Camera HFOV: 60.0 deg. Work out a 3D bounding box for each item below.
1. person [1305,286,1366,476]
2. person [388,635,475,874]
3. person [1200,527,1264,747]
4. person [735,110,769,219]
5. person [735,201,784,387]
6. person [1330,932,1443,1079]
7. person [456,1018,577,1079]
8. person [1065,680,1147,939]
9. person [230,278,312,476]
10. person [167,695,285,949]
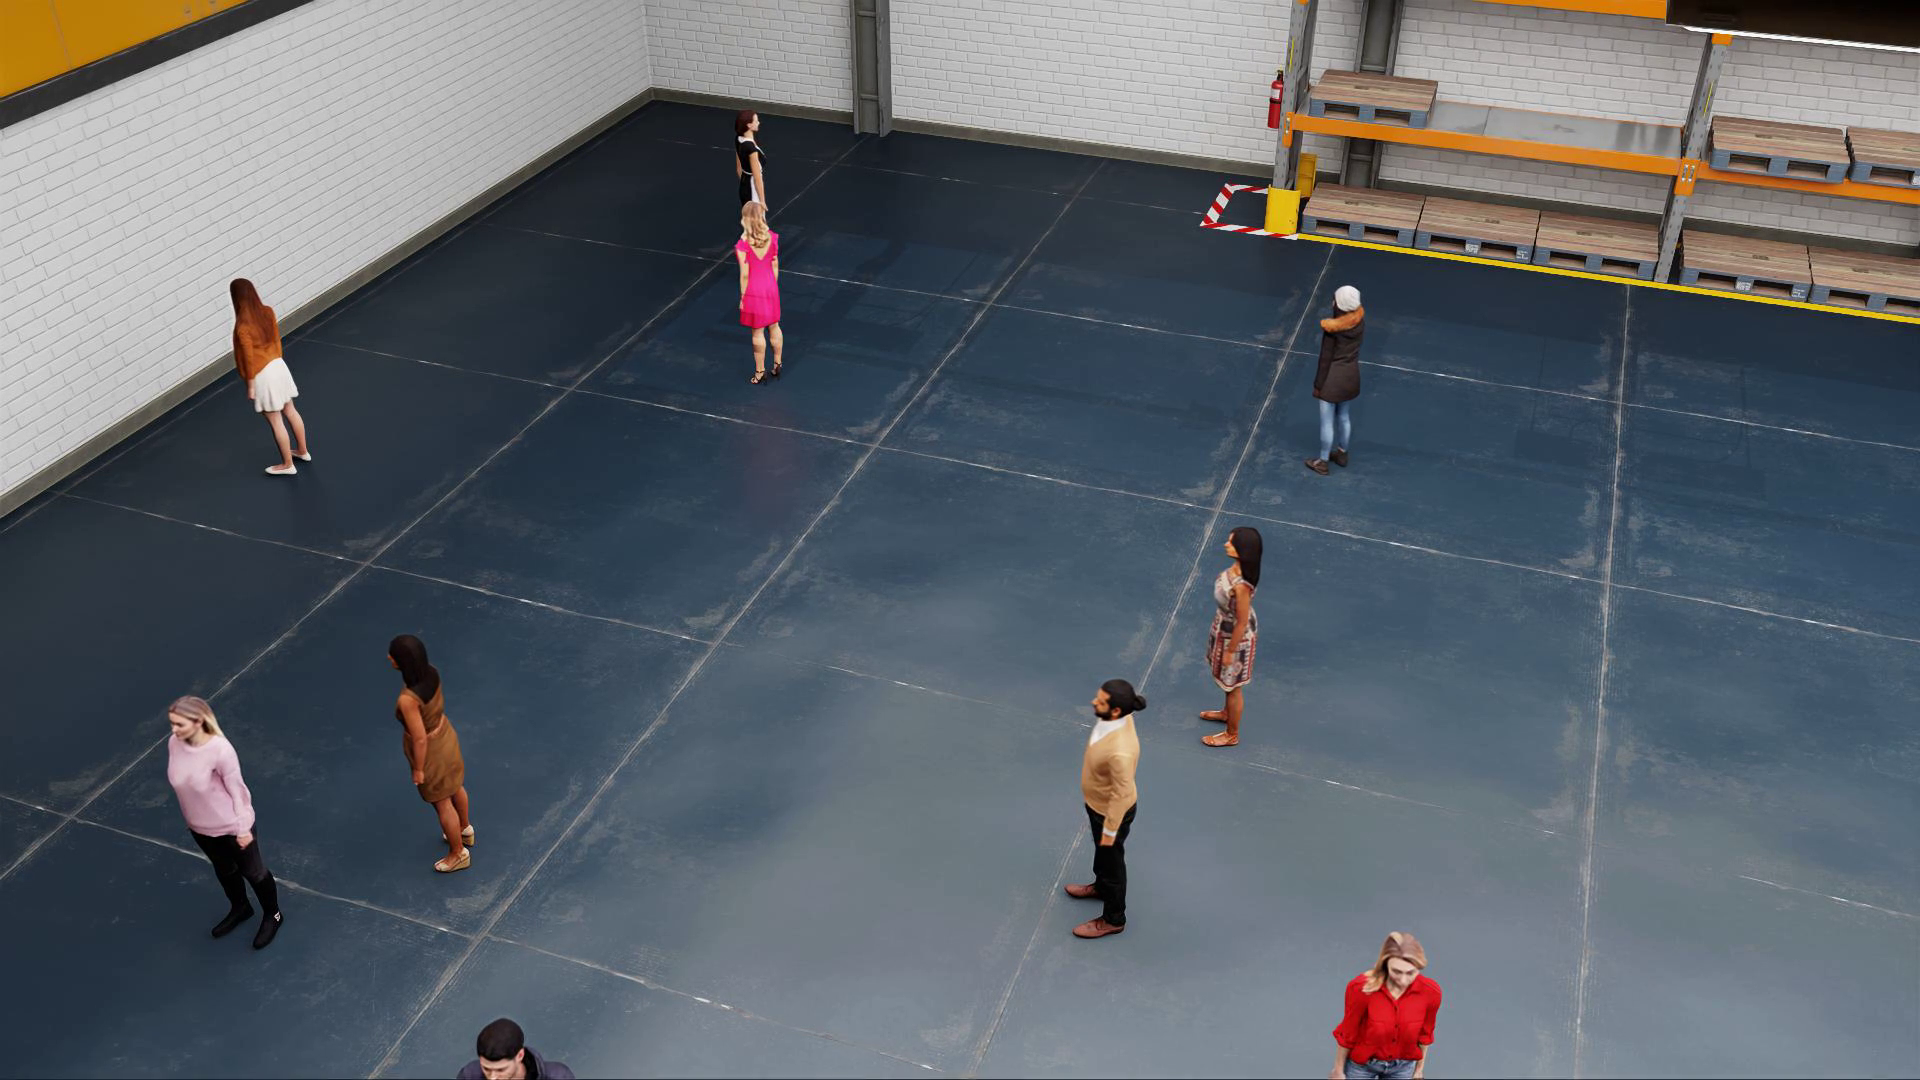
[{"bbox_3d":[3.096,-1.306,13.577,0.716,1.630,0.755,-20,38,-27],"label":"person"},{"bbox_3d":[-3.073,1.236,9.699,0.612,1.690,0.624,0,34,1],"label":"person"},{"bbox_3d":[1.768,0.607,10.687,0.613,1.645,0.697,4,34,5],"label":"person"},{"bbox_3d":[-2.069,-3.417,16.604,0.705,1.796,0.623,-18,38,-25],"label":"person"},{"bbox_3d":[-1.779,-2.204,14.839,0.664,1.728,0.691,-24,40,-31],"label":"person"},{"bbox_3d":[1.976,2.462,7.842,0.565,1.704,0.740,0,34,0],"label":"person"},{"bbox_3d":[-1.865,2.734,7.262,0.650,1.893,0.814,-1,34,-2],"label":"person"},{"bbox_3d":[0.836,1.473,9.284,0.733,1.754,0.744,-2,34,-3],"label":"person"},{"bbox_3d":[-5.628,-1.340,13.546,0.575,1.723,0.616,9,35,13],"label":"person"},{"bbox_3d":[-4.101,1.540,9.244,0.468,1.688,0.651,11,35,15],"label":"person"}]
